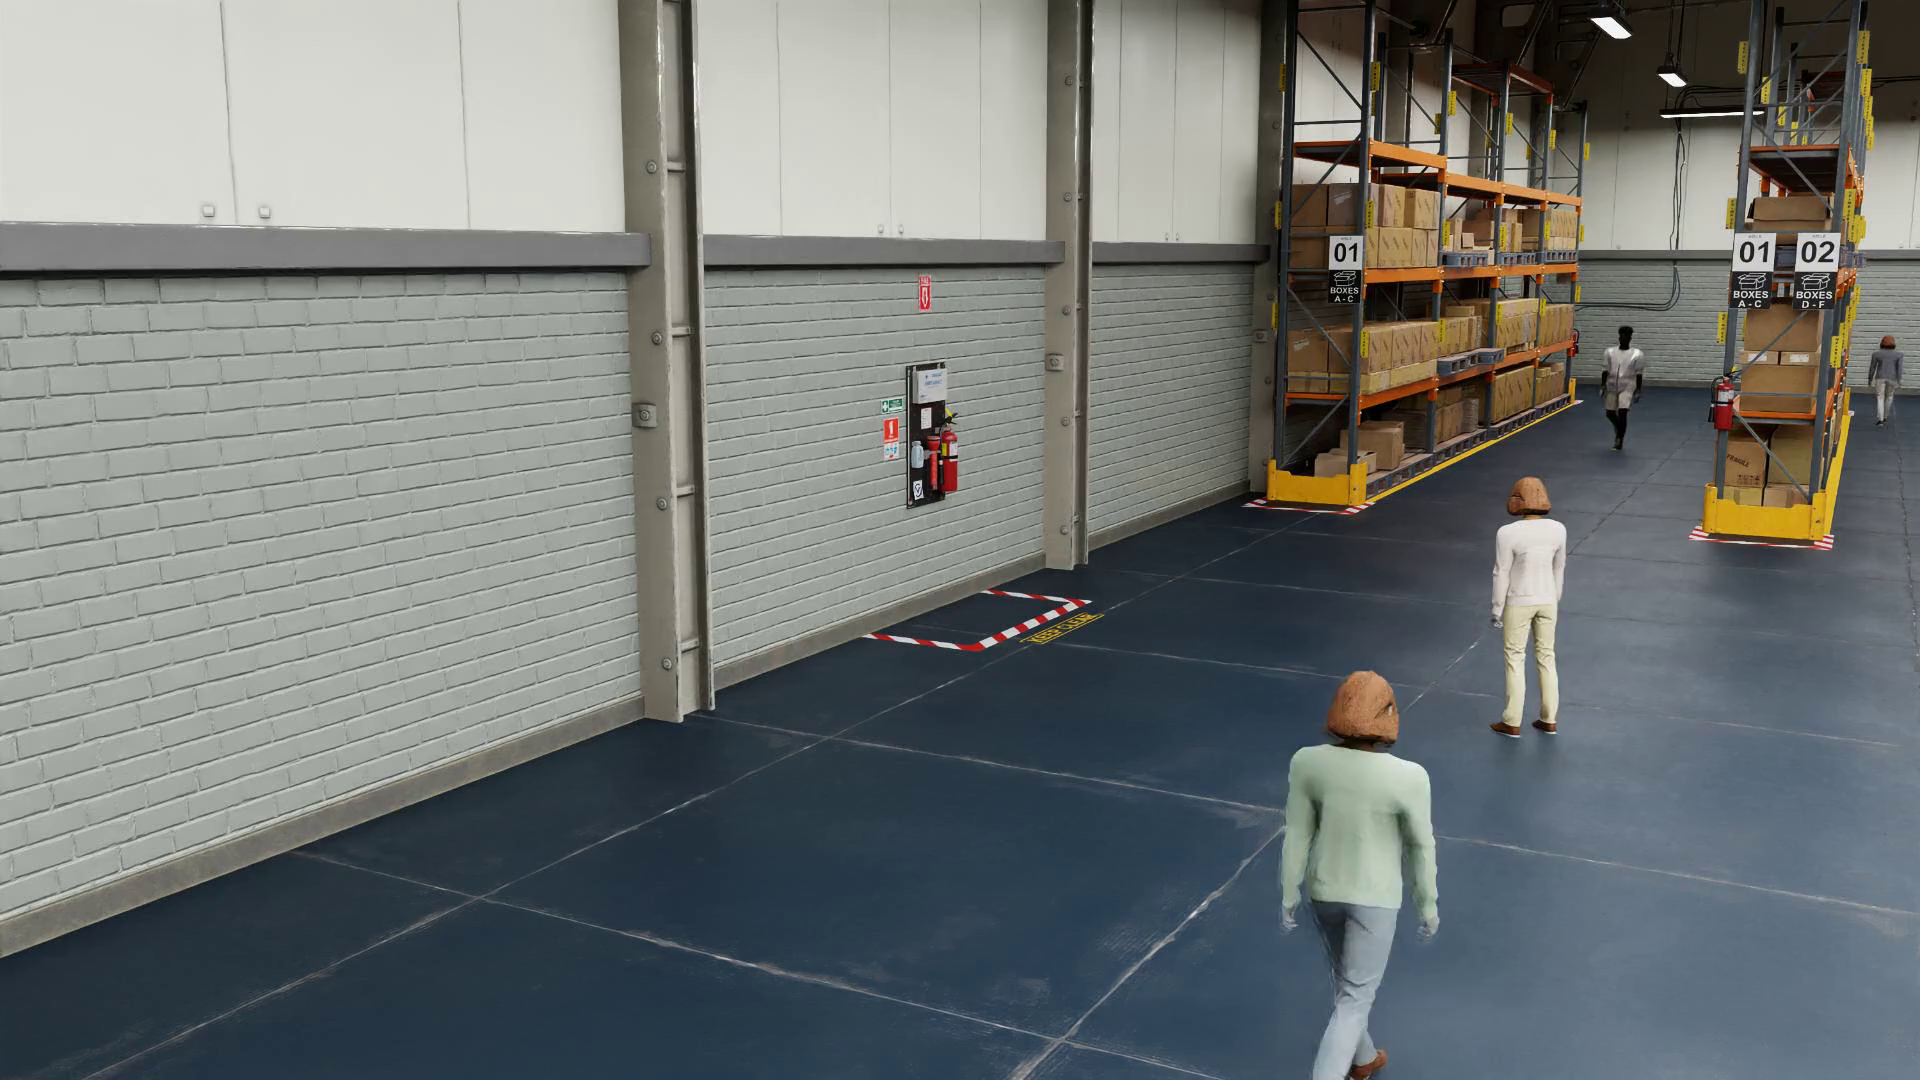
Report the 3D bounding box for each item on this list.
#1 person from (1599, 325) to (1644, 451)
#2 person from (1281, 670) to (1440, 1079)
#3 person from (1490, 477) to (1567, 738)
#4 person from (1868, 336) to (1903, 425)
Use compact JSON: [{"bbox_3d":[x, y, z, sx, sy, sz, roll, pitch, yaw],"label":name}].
[{"bbox_3d":[10.251,-2.363,25.747,0.622,1.947,0.704,8,13,39],"label":"person"},{"bbox_3d":[1.348,1.236,5.724,0.506,1.594,0.858,8,12,39],"label":"person"},{"bbox_3d":[3.553,0.420,10.413,0.501,1.625,0.303,-3,10,-15],"label":"person"},{"bbox_3d":[16.467,-2.841,29.620,0.505,1.579,0.880,3,10,19],"label":"person"}]
